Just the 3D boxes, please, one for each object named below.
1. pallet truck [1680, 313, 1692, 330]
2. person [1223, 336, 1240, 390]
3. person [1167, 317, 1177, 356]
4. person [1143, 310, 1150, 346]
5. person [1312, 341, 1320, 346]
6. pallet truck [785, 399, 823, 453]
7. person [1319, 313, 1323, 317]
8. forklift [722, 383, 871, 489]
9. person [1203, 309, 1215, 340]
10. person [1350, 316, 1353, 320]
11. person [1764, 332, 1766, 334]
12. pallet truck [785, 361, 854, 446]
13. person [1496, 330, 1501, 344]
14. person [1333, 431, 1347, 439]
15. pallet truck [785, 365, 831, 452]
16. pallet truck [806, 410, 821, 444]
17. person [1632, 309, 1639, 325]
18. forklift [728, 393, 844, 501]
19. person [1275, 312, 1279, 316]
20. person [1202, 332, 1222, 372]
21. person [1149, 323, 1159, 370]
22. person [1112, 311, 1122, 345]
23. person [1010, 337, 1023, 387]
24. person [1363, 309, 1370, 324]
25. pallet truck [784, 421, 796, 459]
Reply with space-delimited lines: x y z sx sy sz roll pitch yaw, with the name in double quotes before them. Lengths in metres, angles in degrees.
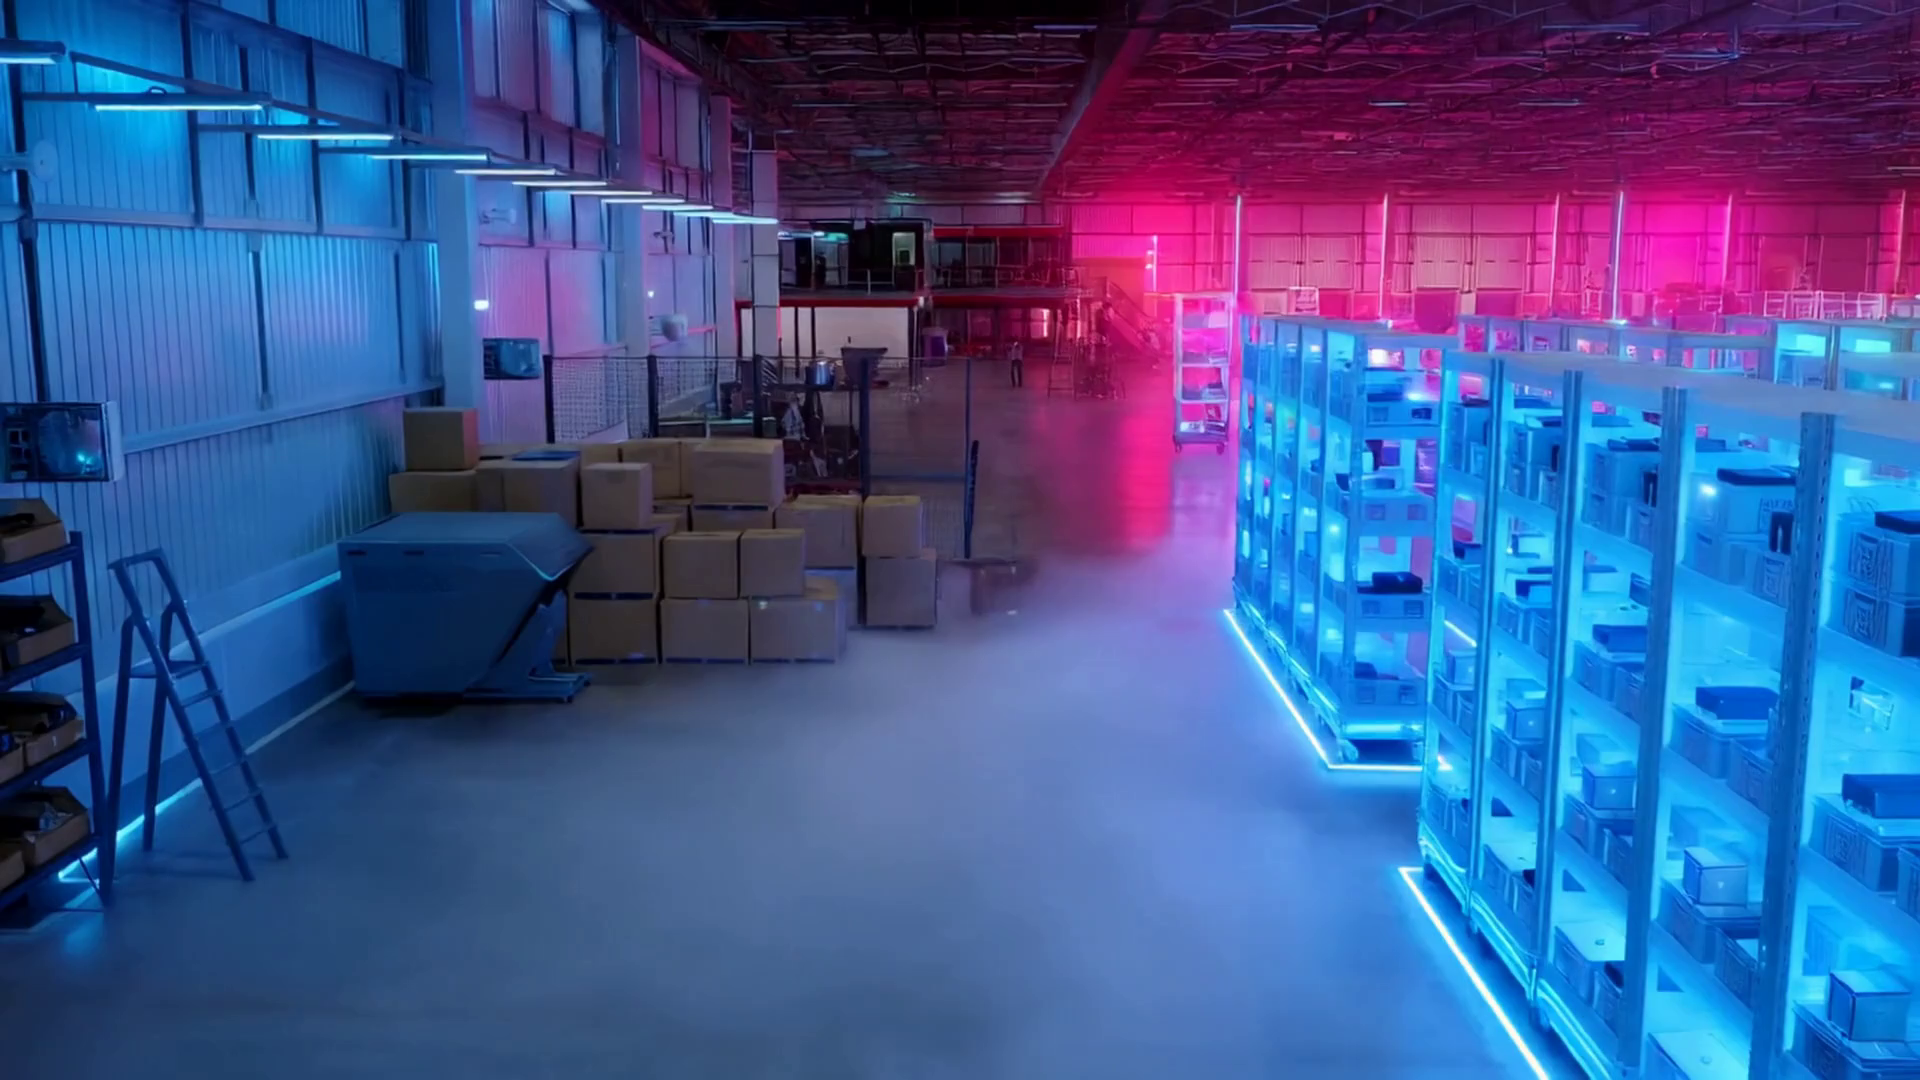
"pallet truck" 36.315 -10.531 84.244 0.823 1.965 1.885 -6 11 -33
"person" 9.392 -6.106 57.361 0.803 1.856 0.613 1 9 4
"person" 10.211 -9.765 79.780 0.657 1.916 0.628 -3 10 -17
"person" 10.190 -11.617 91.095 0.511 1.945 0.683 -2 9 -11
"person" 15.738 -8.860 74.031 1.109 1.977 0.639 -7 12 -37
"pallet truck" -3.814 -2.432 36.419 1.630 1.274 0.653 0 9 1
"person" 19.758 -11.534 91.164 0.523 1.762 0.328 -4 10 -24
"forklift" -2.893 -1.687 28.729 2.680 1.987 1.157 0 9 -1
"person" 14.694 -12.588 97.269 0.928 1.893 0.599 1 9 8
"person" 20.976 -11.178 89.262 0.537 1.668 0.817 -1 9 -7
"person" 39.069 -9.809 80.279 0.429 1.841 0.621 1 9 8
"pallet truck" -3.410 -3.193 38.978 1.885 1.965 0.823 0 9 -1
"person" 19.920 -6.817 61.611 0.888 1.899 0.554 8 12 40
"person" 5.143 -0.539 22.645 0.608 1.984 0.397 7 11 36
"pallet truck" -3.774 -2.976 37.635 1.885 1.965 0.823 1 9 5
"pallet truck" -3.559 -2.018 33.905 1.522 1.261 0.704 0 9 -1
"person" 37.412 -11.803 92.164 0.624 1.976 0.460 -6 11 -34
"forklift" -2.979 -1.316 26.476 2.680 1.987 1.157 0 9 1
"person" 17.526 -11.717 92.191 0.633 1.797 0.940 -6 11 -34
"person" 10.238 -7.780 67.136 0.984 2.000 0.702 2 9 12
"person" 8.070 -8.033 69.047 0.366 1.926 0.592 7 12 38
"person" 8.652 -11.733 91.864 0.644 1.928 0.452 -4 10 -26
"person" 1.999 -6.269 58.664 0.524 1.769 0.309 -6 11 -32
"person" 23.144 -12.239 95.079 0.881 1.902 0.547 3 10 18
"pallet truck" -4.013 -1.793 32.705 1.601 1.201 0.680 0 9 1
